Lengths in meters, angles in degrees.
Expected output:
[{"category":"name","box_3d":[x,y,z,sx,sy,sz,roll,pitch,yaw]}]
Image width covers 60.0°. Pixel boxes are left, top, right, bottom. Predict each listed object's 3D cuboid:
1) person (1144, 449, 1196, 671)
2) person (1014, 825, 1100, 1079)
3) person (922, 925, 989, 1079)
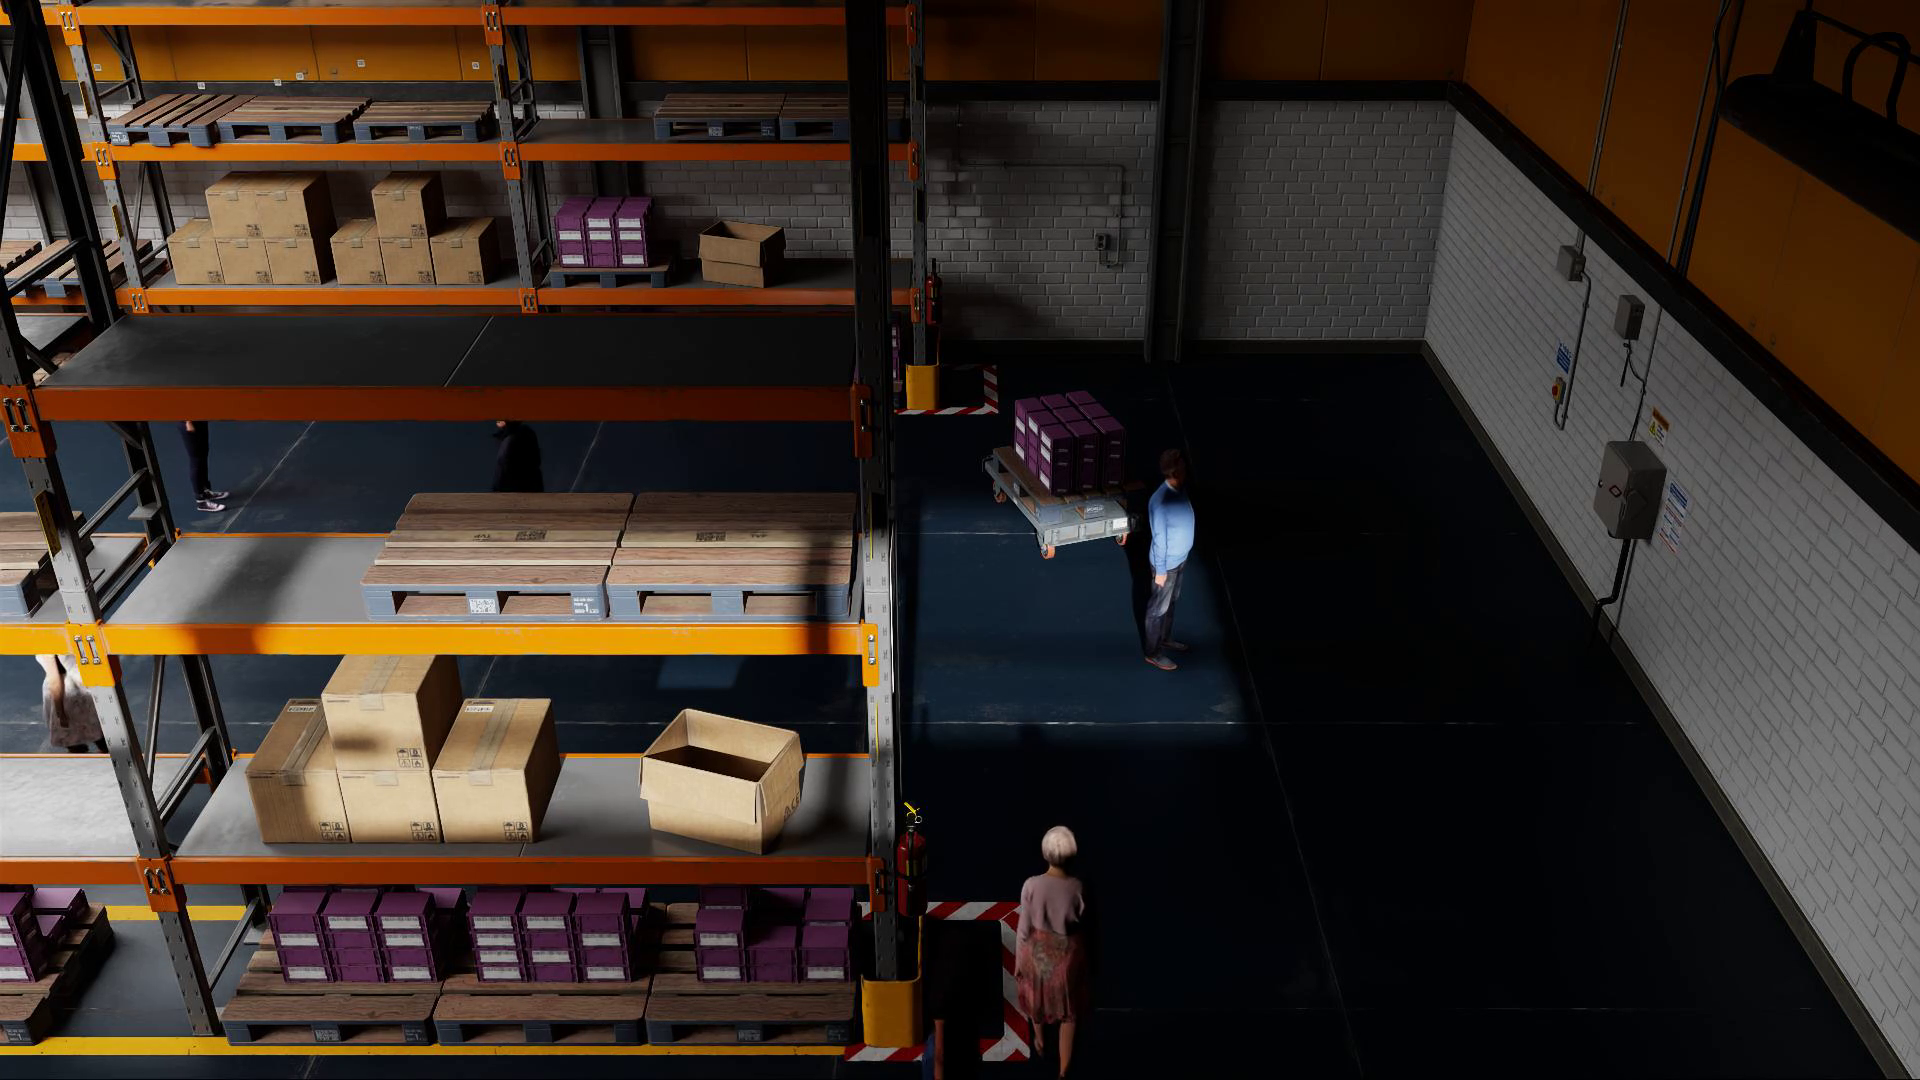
[{"category":"person","box_3d":[1.614,0.112,12.902,0.728,1.823,0.743,14,31,23]},{"category":"person","box_3d":[0.517,2.323,9.007,0.833,1.672,0.704,2,29,4]},{"category":"person","box_3d":[-0.135,2.656,8.356,0.949,1.709,0.724,7,29,12]}]
